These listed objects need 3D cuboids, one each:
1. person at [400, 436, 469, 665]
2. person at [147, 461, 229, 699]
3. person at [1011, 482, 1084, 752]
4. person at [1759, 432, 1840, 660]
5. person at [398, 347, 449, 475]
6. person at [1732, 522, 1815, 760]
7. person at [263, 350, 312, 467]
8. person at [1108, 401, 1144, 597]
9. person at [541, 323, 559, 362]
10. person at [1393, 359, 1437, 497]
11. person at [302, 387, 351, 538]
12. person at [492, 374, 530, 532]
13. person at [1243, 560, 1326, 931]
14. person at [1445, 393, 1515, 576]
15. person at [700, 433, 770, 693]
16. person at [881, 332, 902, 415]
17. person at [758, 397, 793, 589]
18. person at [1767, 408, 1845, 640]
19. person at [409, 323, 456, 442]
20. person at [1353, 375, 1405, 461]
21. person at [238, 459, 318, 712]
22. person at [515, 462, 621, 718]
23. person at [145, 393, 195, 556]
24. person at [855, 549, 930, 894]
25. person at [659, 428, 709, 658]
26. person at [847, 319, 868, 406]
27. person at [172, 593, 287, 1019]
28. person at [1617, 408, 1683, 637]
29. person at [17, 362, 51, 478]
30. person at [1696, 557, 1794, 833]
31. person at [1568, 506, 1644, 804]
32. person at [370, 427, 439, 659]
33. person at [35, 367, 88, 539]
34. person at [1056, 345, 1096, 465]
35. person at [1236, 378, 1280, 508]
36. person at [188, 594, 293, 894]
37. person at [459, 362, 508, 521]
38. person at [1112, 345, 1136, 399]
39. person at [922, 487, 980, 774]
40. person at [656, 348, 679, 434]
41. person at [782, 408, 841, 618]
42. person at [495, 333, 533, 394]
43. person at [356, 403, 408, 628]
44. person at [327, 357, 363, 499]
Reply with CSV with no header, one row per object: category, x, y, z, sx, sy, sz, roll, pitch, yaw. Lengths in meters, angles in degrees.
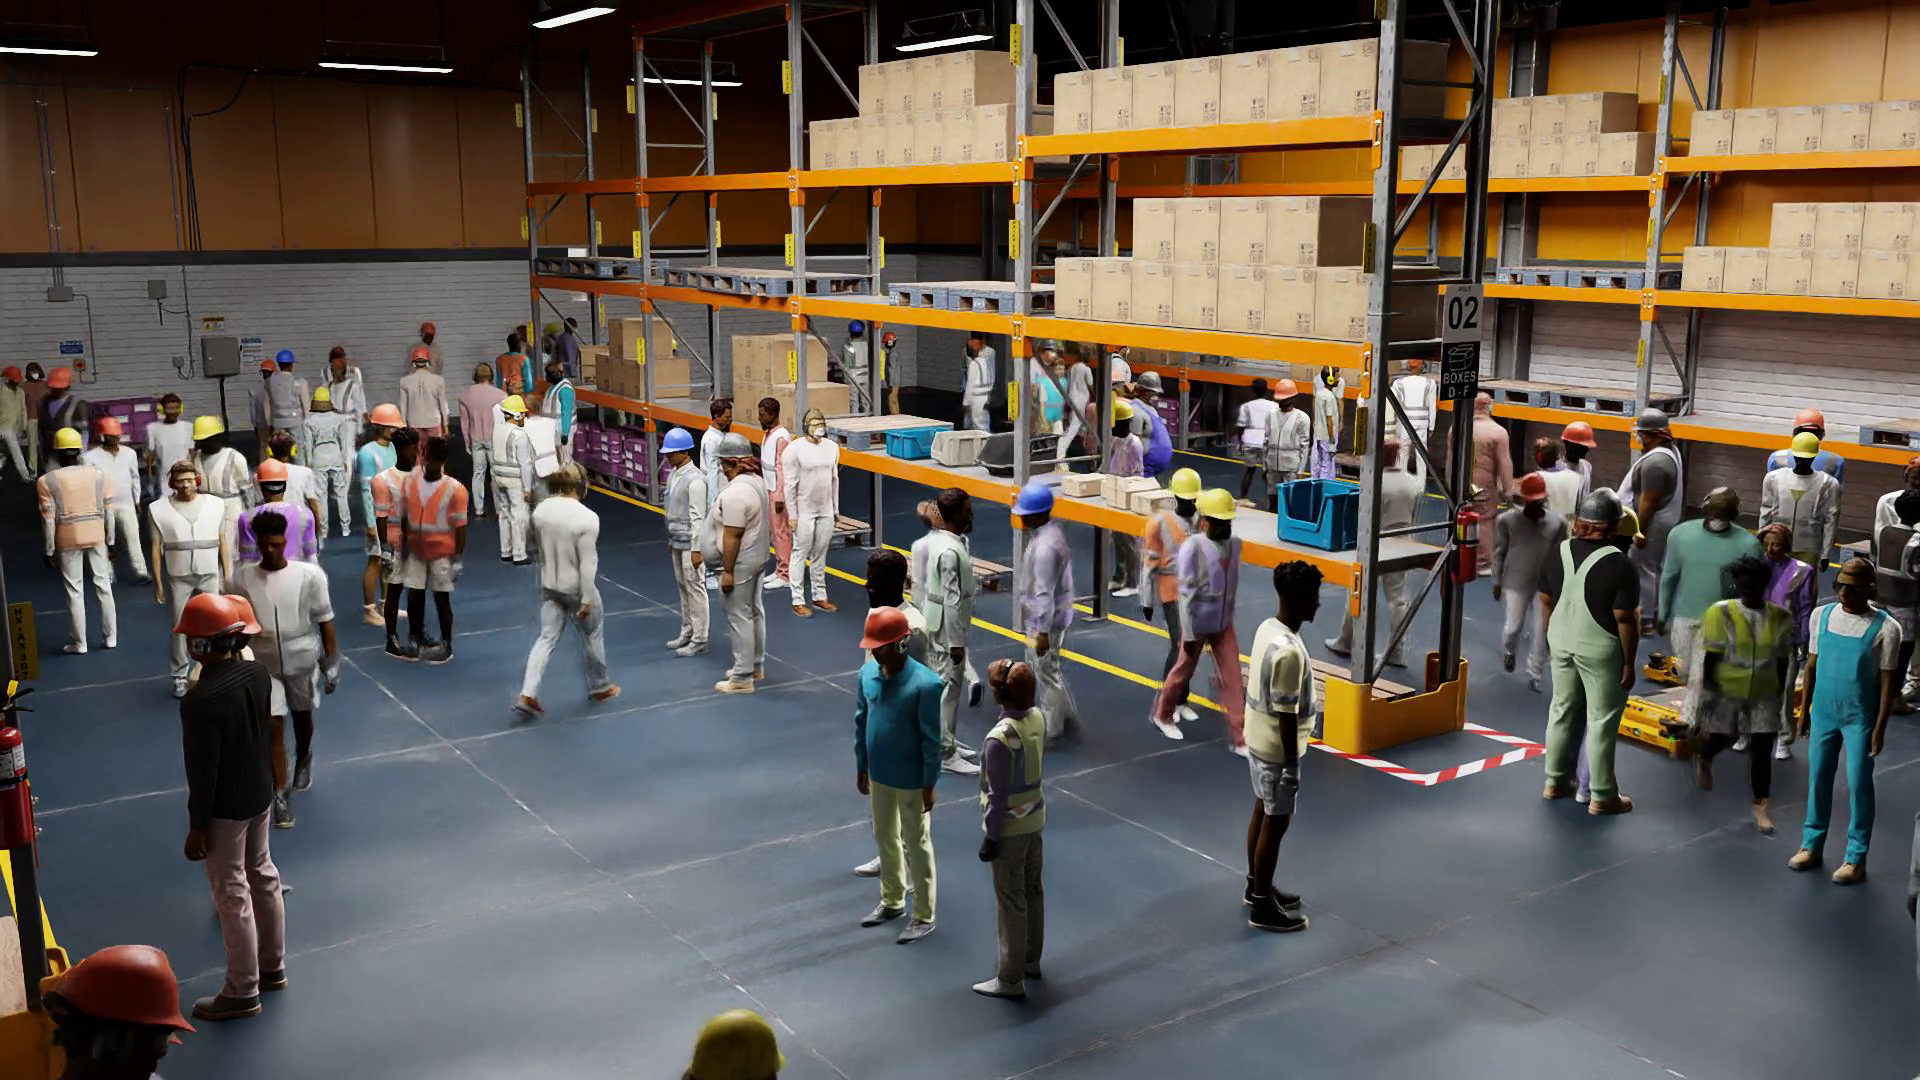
person,-4.351,0.091,13.708,0.695,1.925,0.391,2,11,12
person,-5.946,0.289,12.874,0.571,1.843,0.373,-8,14,-36
person,0.604,0.539,11.435,0.535,1.917,0.658,0,11,1
person,7.005,0.044,13.948,0.586,1.918,0.396,7,13,34
person,-7.035,-1.533,21.847,0.621,1.985,0.408,-3,12,-16
person,5.558,0.680,11.427,0.523,1.631,0.313,8,14,35
person,-8.886,-1.540,22.029,0.606,1.928,0.468,0,11,-1
person,1.583,-0.401,16.213,0.383,1.921,0.585,-3,12,-16
person,-7.221,-2.984,29.746,0.553,1.794,0.668,-9,14,-38
person,5.975,-1.501,21.931,0.573,1.887,0.355,3,11,14
person,-7.311,-0.895,19.199,0.484,1.744,0.295,-7,13,-31
person,-5.156,-0.984,19.314,0.350,1.879,0.575,7,13,33
person,1.677,1.059,8.666,0.388,1.959,0.598,0,11,-1
person,5.344,-0.556,17.087,0.433,1.890,0.775,-11,15,-43
person,-1.760,0.159,13.038,0.535,2.000,0.681,2,11,10
person,-1.170,-2.680,28.352,0.355,1.736,0.577,0,11,2
person,-1.823,-0.479,16.656,0.398,1.908,0.599,-4,12,-17
person,7.368,-0.139,14.596,0.611,2.035,0.410,5,12,24
person,-8.697,-2.570,27.261,0.608,1.946,0.958,-8,14,-36
person,5.176,-1.232,20.669,0.636,1.841,0.429,-3,11,-13
person,-5.043,0.358,12.333,0.548,1.923,0.391,-8,14,-37
person,-2.957,0.367,12.372,0.627,1.901,0.964,5,12,26
person,-8.392,-0.655,17.707,0.545,1.845,0.531,-8,14,-35
person,-0.338,0.985,9.125,0.386,1.918,0.590,-5,12,-25
person,-2.316,0.015,14.046,0.414,1.939,0.604,-6,13,-28
person,-1.873,-3.152,30.522,0.612,1.828,0.785,-10,15,-41
person,-3.394,1.221,7.721,0.375,1.995,0.610,1,11,6
person,6.081,-0.172,14.735,0.537,2.000,0.684,8,14,35
person,-13.098,-1.711,23.653,0.500,1.633,0.279,-9,14,-40
person,4.798,0.895,10.232,0.550,1.669,0.662,1,11,7
person,4.039,0.725,10.482,0.398,1.912,0.591,-2,11,-11
person,-4.652,0.015,14.008,0.385,1.957,0.602,6,13,29
person,-10.280,-0.988,19.023,0.671,2.005,0.455,2,11,12
person,1.778,-2.004,24.760,0.943,1.798,0.495,-4,12,-20
person,3.786,-1.211,20.994,0.589,1.677,0.348,5,12,22
person,-3.826,1.133,8.831,0.354,1.737,0.578,0,11,0
person,-5.732,-1.186,20.183,0.636,1.939,0.364,2,11,9
person,2.322,-2.004,24.110,0.535,2.000,0.681,-2,11,-10
person,-0.063,0.596,11.107,0.387,1.921,0.594,-1,11,-5
person,-4.958,-2.654,27.978,0.502,1.836,0.341,1,11,6
person,-1.360,-0.261,15.450,0.628,1.940,0.378,-10,15,-42
person,-6.772,-2.183,25.338,0.597,1.918,0.383,4,12,19
person,-5.183,-0.223,15.054,0.450,2.029,0.619,3,11,13
person,-8.071,-1.500,22.023,0.576,1.860,0.750,7,13,32
